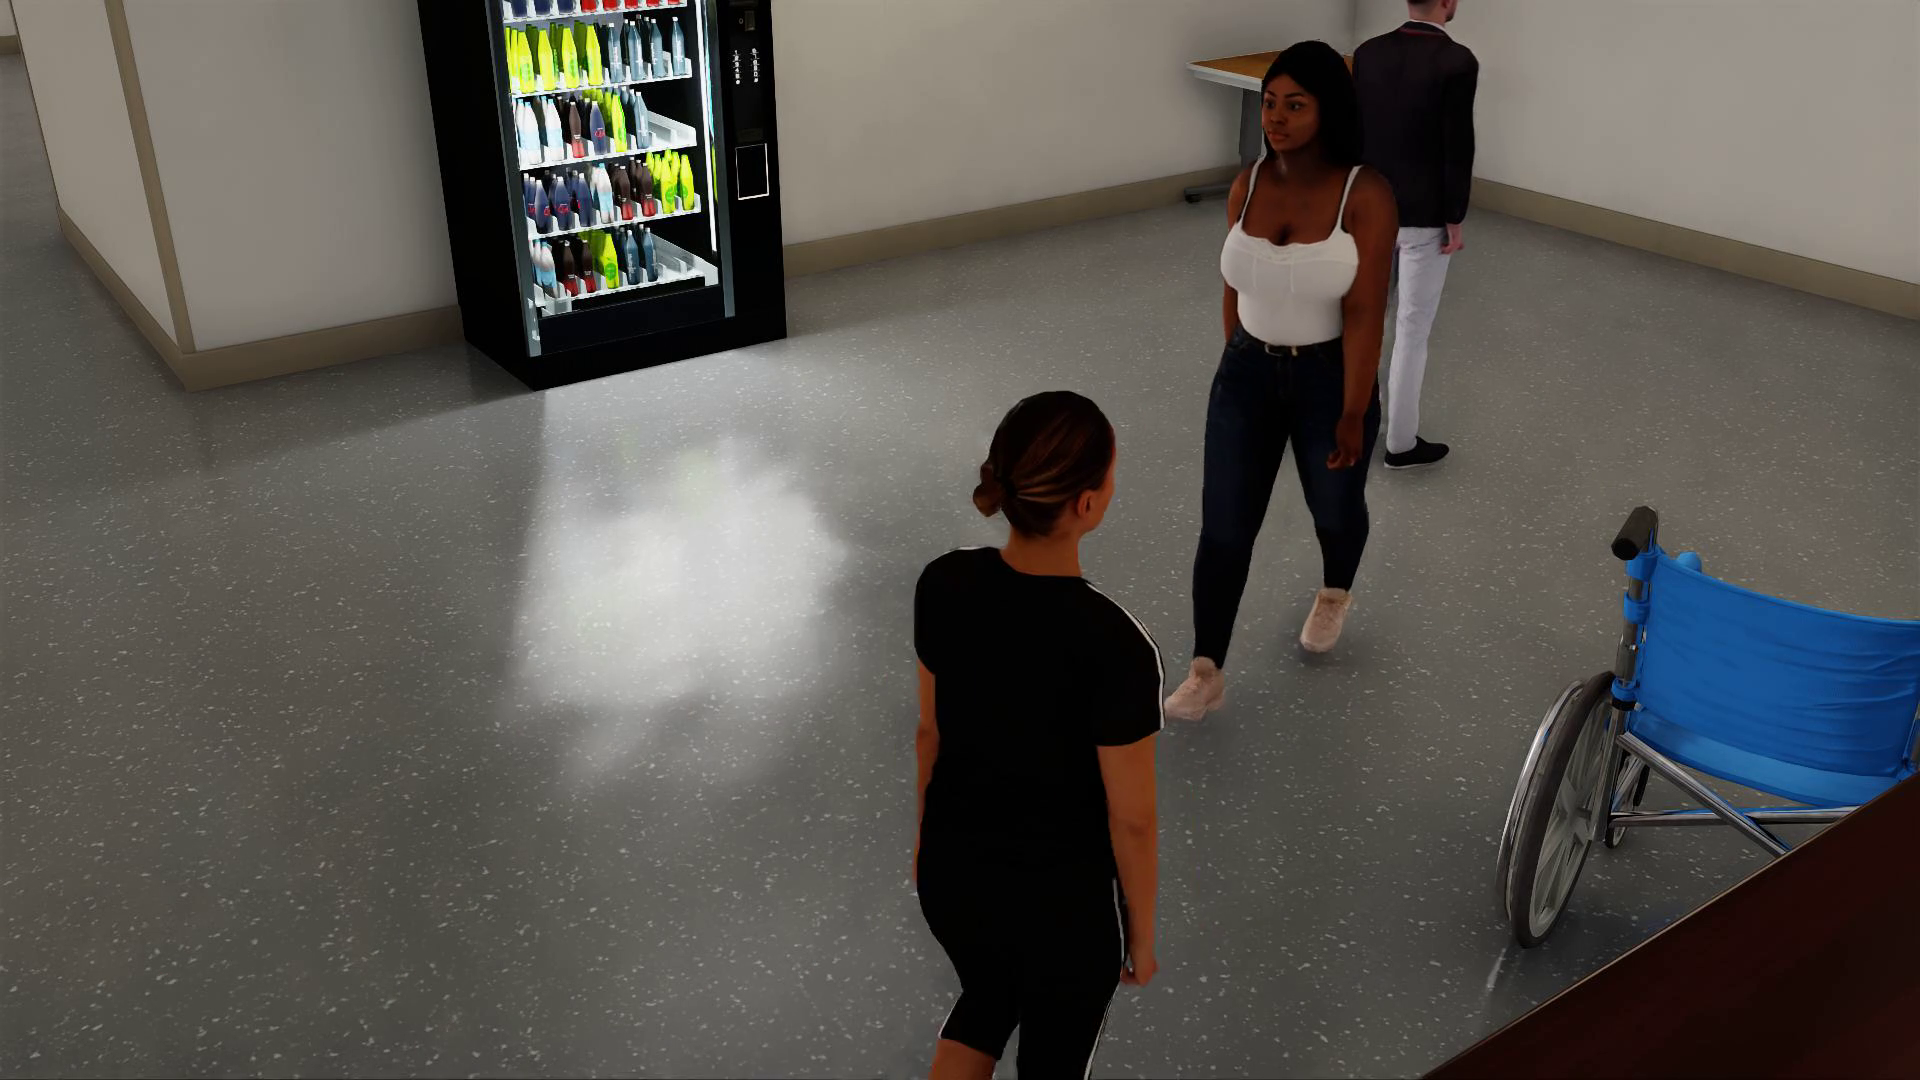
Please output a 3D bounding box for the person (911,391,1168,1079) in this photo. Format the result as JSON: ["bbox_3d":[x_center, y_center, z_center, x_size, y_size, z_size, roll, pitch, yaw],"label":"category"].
[{"bbox_3d":[0.048,0.574,2.580,0.705,1.660,0.785,18,31,33],"label":"person"}]

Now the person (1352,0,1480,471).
[{"bbox_3d":[1.583,-1.164,5.974,0.586,1.844,0.676,-22,33,-37],"label":"person"}]

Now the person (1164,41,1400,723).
[{"bbox_3d":[0.956,-0.410,4.492,0.942,1.771,1.243,16,30,30],"label":"person"}]
